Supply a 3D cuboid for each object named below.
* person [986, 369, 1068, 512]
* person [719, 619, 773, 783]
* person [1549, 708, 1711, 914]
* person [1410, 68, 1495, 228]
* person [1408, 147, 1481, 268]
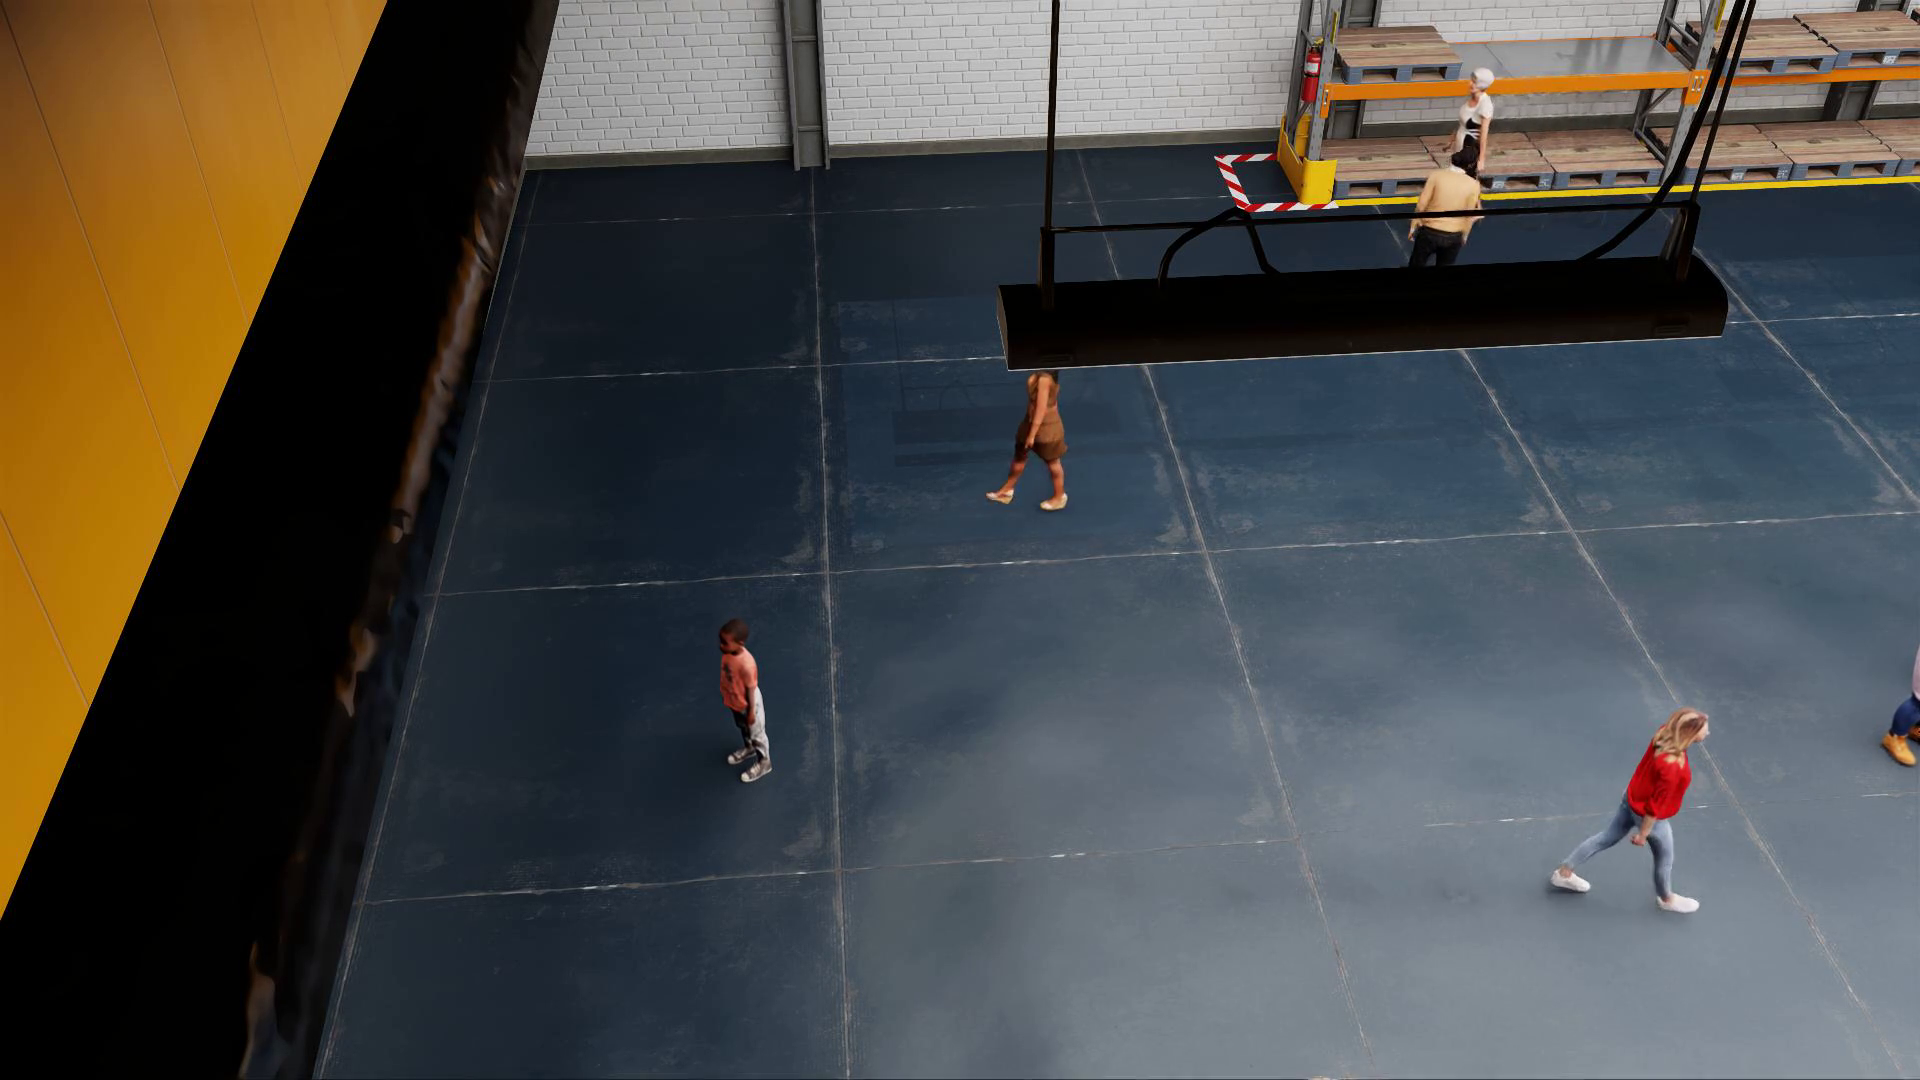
[{"bbox_3d":[0.735,-0.898,13.109,0.855,1.668,0.573,-3,39,-4],"label":"person"},{"bbox_3d":[-1.424,1.031,10.984,0.576,1.306,0.541,-24,45,-27],"label":"person"},{"bbox_3d":[4.031,1.608,9.979,1.164,1.658,0.787,5,39,6],"label":"person"},{"bbox_3d":[5.252,-3.926,16.862,1.028,1.716,0.646,-3,39,-4],"label":"person"},{"bbox_3d":[4.419,-2.819,15.476,0.736,1.715,0.996,3,39,3],"label":"person"}]
